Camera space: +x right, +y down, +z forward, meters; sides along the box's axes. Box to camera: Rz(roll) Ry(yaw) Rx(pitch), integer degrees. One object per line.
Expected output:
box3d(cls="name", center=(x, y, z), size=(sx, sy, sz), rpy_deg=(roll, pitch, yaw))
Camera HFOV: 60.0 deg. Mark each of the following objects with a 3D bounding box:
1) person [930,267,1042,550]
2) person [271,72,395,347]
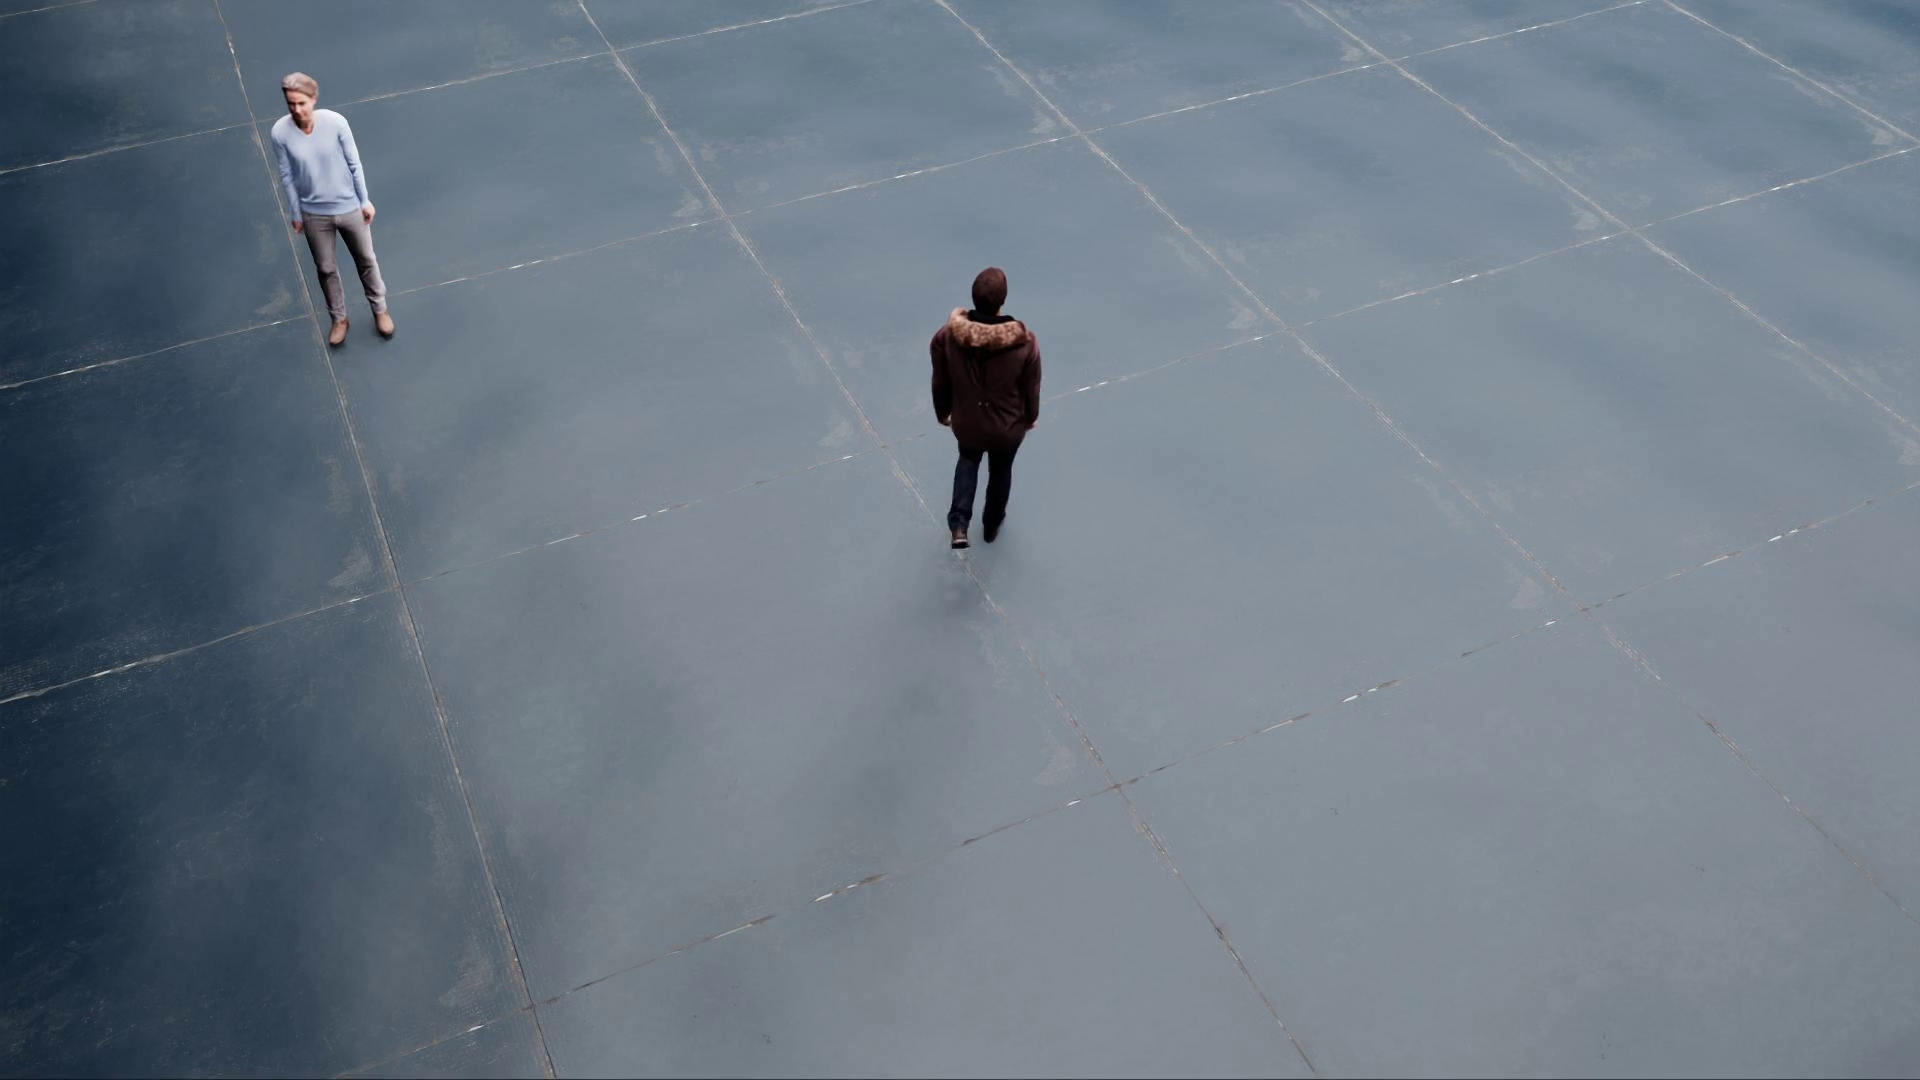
box3d(cls="person", center=(0.137, -0.636, 9.093), size=(0.995, 1.833, 1.061), rpy_deg=(9, 43, 10))
box3d(cls="person", center=(-4.046, -2.135, 10.703), size=(0.689, 1.889, 0.587), rpy_deg=(-13, 44, -14))
